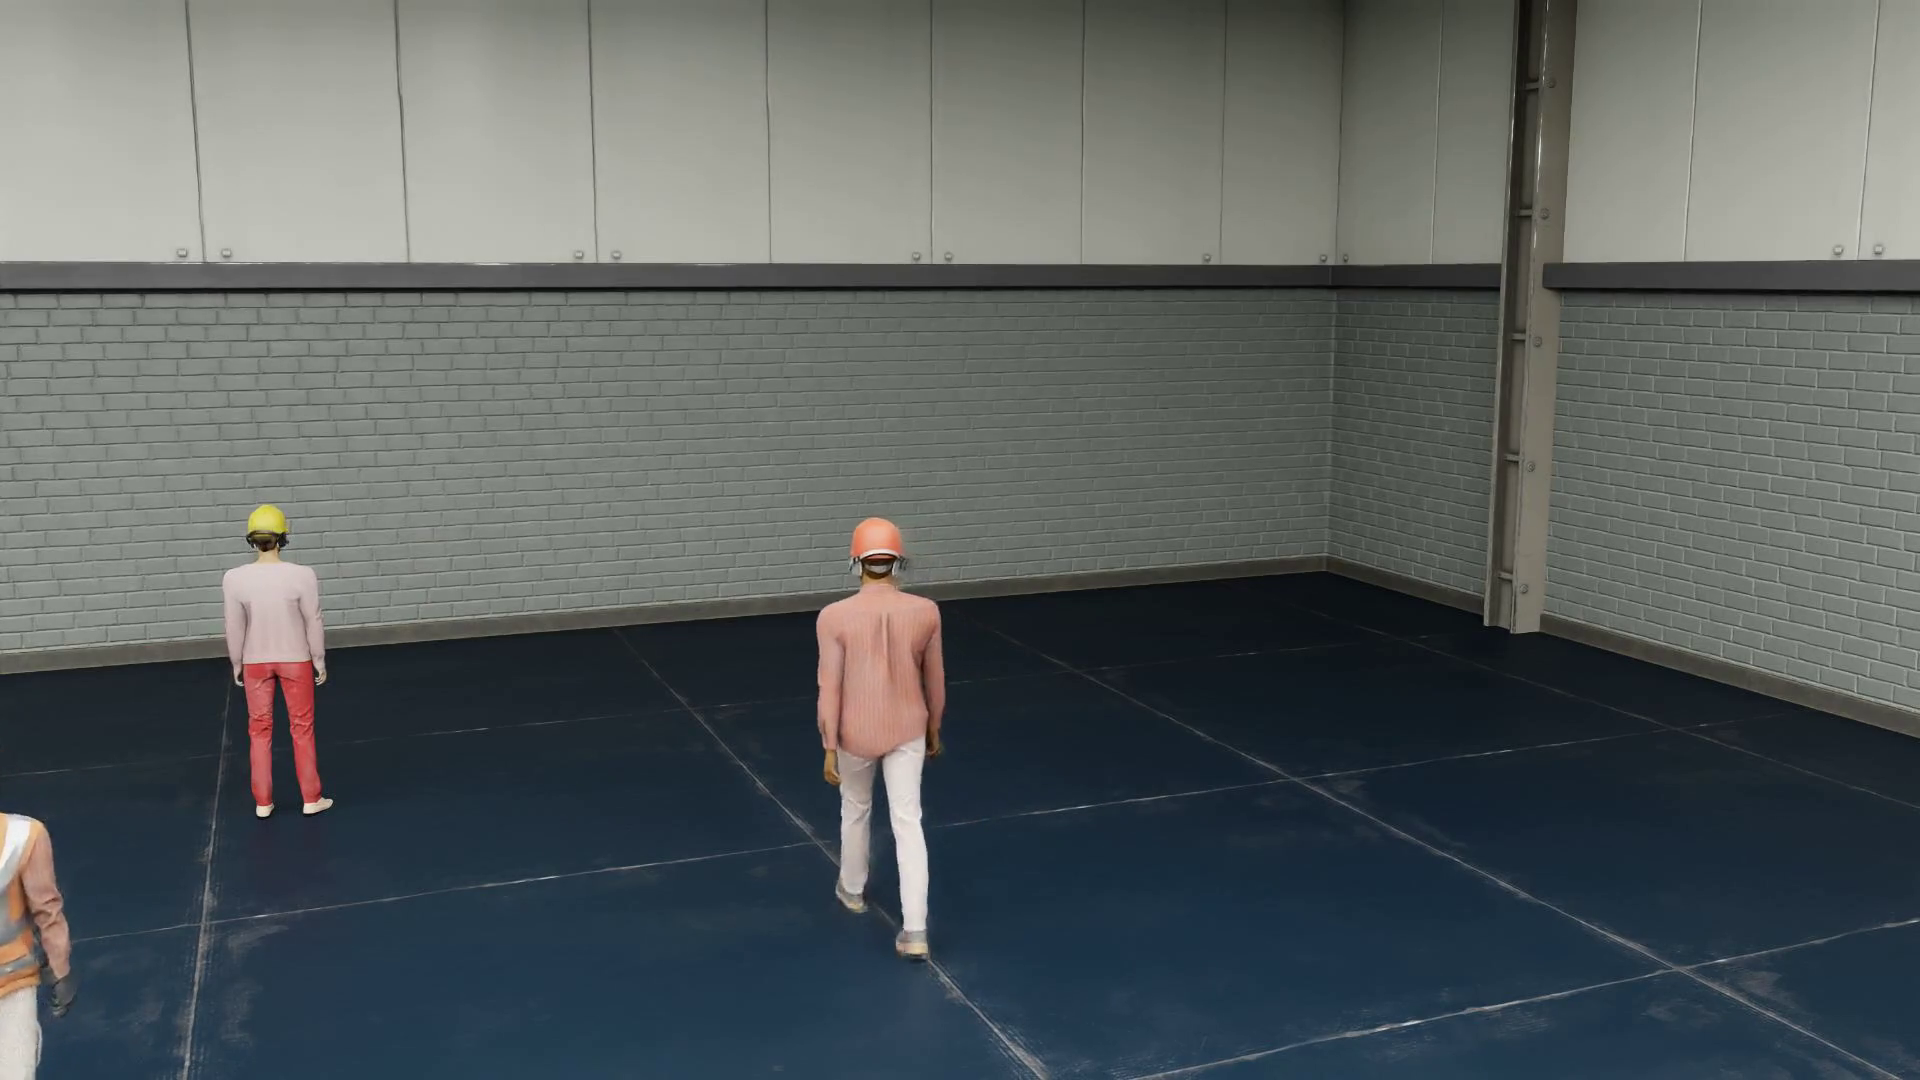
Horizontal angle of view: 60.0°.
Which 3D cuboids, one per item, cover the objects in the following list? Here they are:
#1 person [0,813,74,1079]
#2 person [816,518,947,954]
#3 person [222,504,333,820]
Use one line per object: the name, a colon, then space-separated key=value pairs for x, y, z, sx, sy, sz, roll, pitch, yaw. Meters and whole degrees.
person: x=-3.036 y=1.423 z=5.070 sx=0.551 sy=1.615 sz=0.627 roll=-3 pitch=9 yaw=-16
person: x=-0.344 y=0.868 z=7.603 sx=0.639 sy=1.941 sz=1.037 roll=-3 pitch=9 yaw=-16
person: x=-3.806 y=0.683 z=9.281 sx=0.524 sy=1.772 sz=0.311 roll=-1 pitch=9 yaw=-7
